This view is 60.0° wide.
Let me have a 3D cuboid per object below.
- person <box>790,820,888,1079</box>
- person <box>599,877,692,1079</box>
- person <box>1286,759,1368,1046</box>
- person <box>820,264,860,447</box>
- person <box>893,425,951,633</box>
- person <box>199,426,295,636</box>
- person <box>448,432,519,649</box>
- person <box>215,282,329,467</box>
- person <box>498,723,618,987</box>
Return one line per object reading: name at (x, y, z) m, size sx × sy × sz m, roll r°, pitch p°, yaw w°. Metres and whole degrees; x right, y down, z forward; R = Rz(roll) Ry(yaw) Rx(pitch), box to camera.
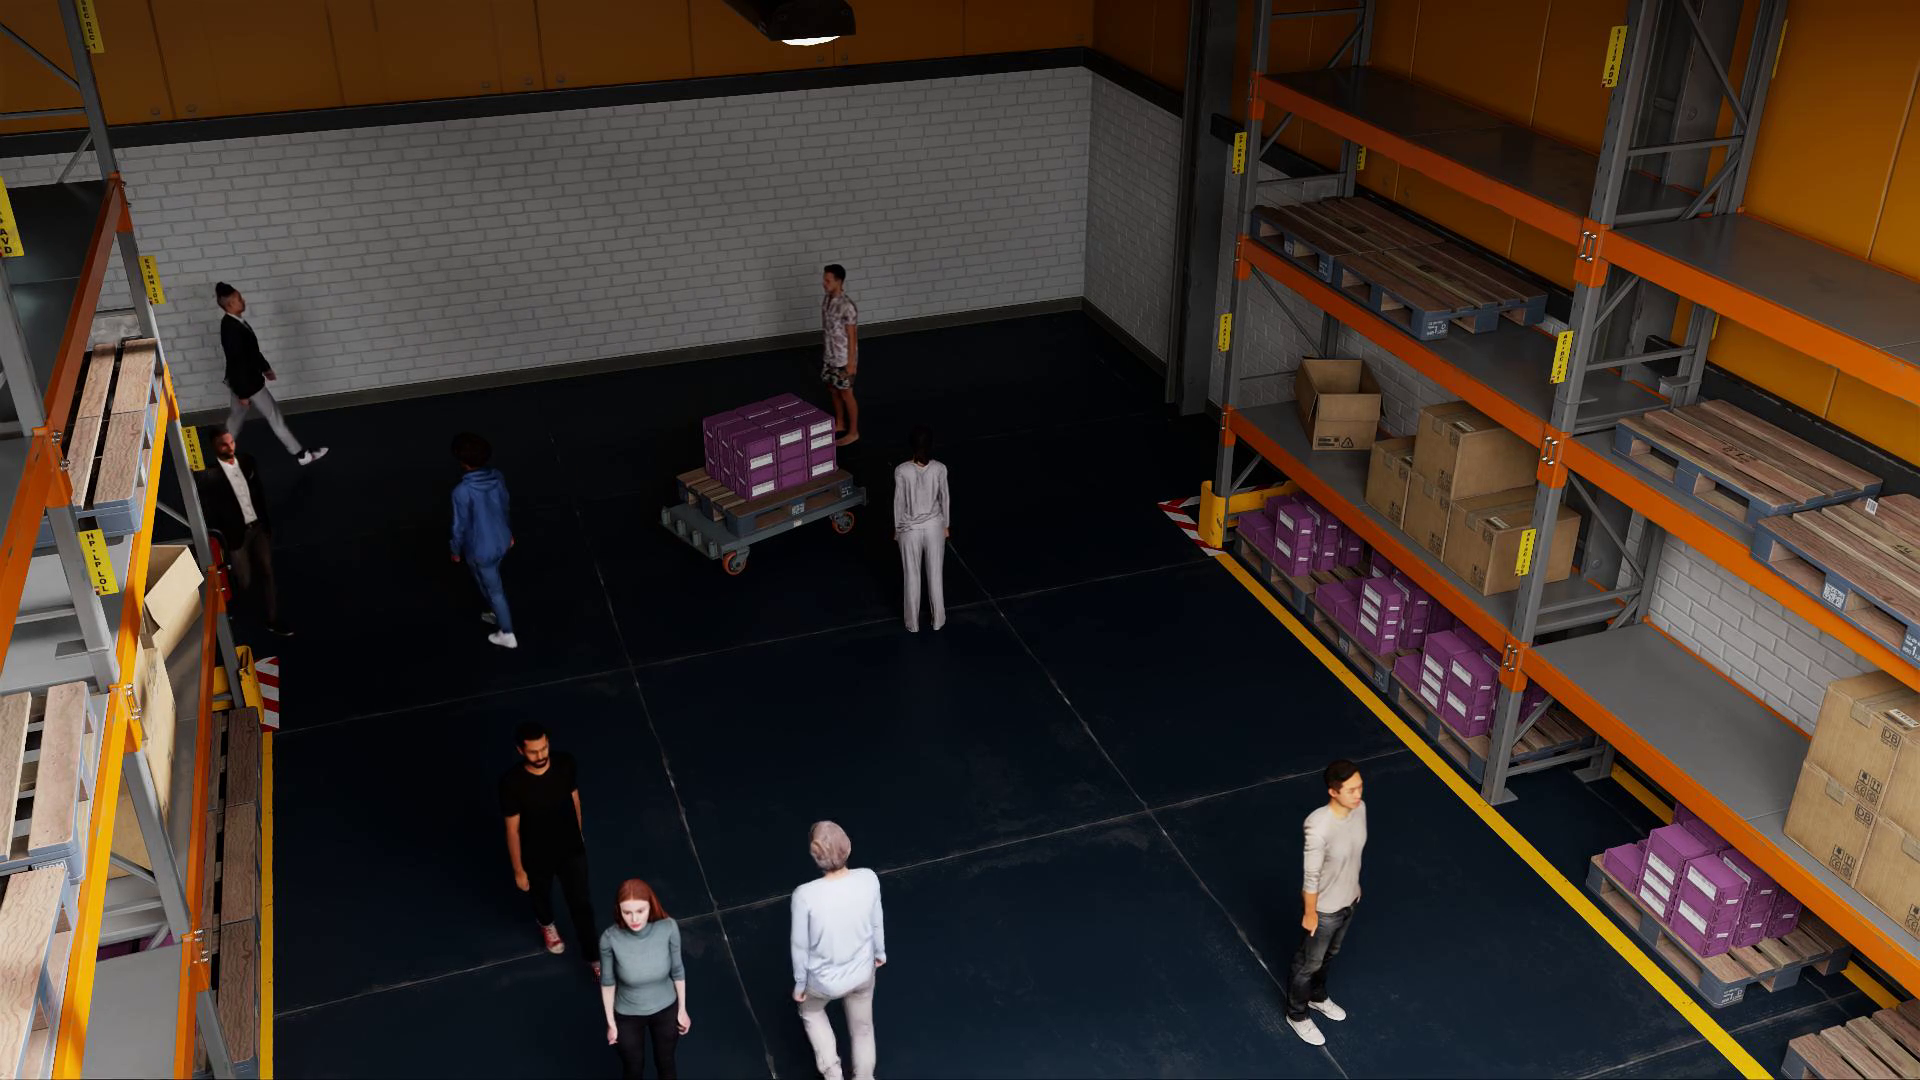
person at (-0.595, 2.304, 8.574) m, size 0.695 × 1.871 × 0.636 m, roll -10°, pitch 30°, yaw -18°
person at (-1.601, 2.423, 8.490) m, size 0.585 × 1.742 × 0.545 m, roll -8°, pitch 30°, yaw -14°
person at (2.035, 1.973, 9.242) m, size 0.708 × 1.812 × 0.726 m, roll 25°, pitch 37°, yaw 37°
person at (-1.158, -1.829, 16.214) m, size 0.783 × 1.811 × 0.592 m, roll -18°, pitch 33°, yaw -29°
person at (-0.301, -0.082, 13.051) m, size 0.643 × 1.774 × 0.604 m, roll -4°, pitch 29°, yaw -6°
person at (-5.663, -0.067, 13.011) m, size 1.067 × 1.785 × 0.985 m, roll 15°, pitch 32°, yaw 25°
person at (-3.594, 0.036, 12.815) m, size 0.940 × 1.792 × 0.880 m, roll 14°, pitch 32°, yaw 24°
person at (-6.735, -1.463, 15.453) m, size 0.853 × 1.896 × 1.190 m, roll -13°, pitch 31°, yaw -23°
person at (-2.438, 1.765, 9.724) m, size 0.832 × 1.716 × 1.174 m, roll -19°, pitch 34°, yaw -30°
